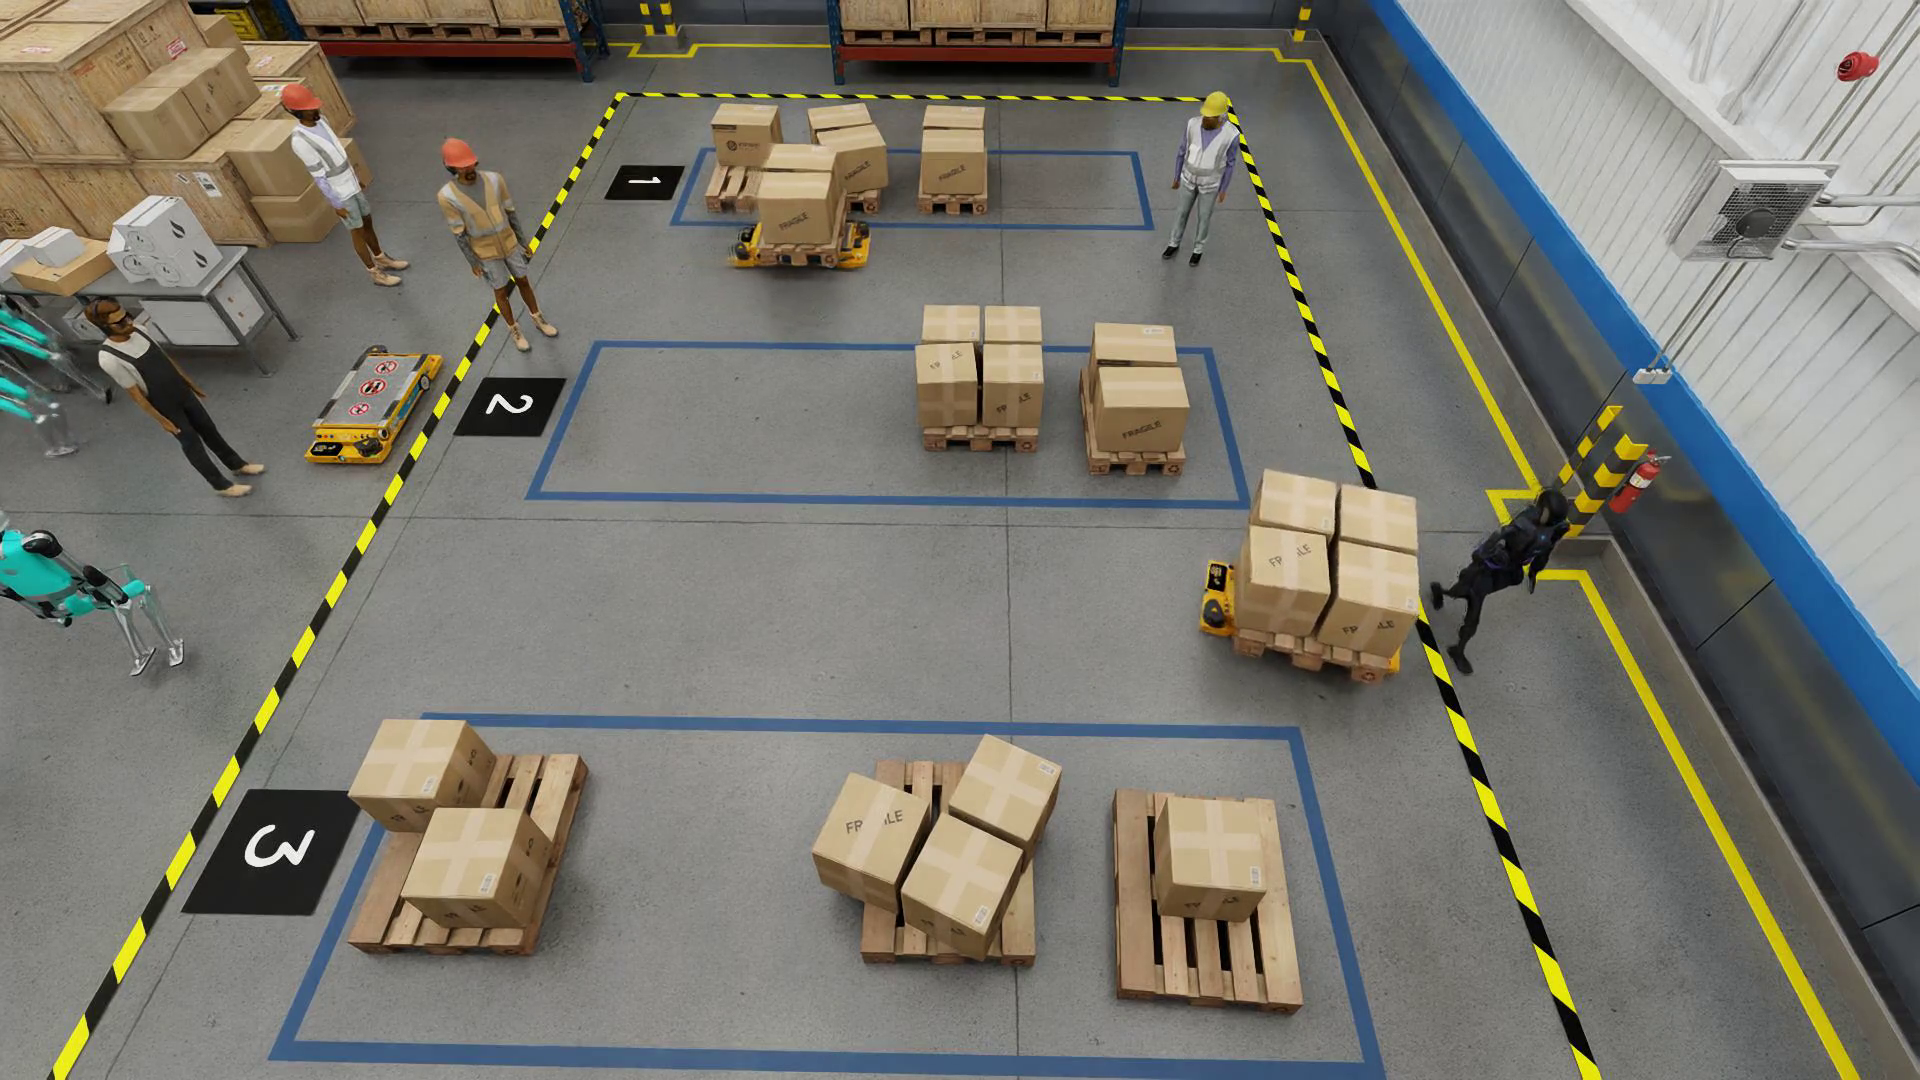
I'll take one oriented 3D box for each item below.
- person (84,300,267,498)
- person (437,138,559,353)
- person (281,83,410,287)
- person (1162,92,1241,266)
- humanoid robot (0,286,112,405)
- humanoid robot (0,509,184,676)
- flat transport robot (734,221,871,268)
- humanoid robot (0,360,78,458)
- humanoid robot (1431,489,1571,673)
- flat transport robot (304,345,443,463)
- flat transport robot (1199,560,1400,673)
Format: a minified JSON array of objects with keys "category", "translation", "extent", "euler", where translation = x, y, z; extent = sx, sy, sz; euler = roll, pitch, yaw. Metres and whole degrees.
[{"category":"person","translation":[-6.238,-1.098,7.271],"extent":[0.338,1.840,0.501],"euler":[-2,50,-2]},{"category":"person","translation":[-4.286,-2.705,8.493],"extent":[0.365,2.048,0.607],"euler":[35,58,26]},{"category":"person","translation":[-6.153,-3.531,9.194],"extent":[0.388,2.040,0.613],"euler":[-5,50,-4]},{"category":"person","translation":[2.490,-3.716,9.488],"extent":[0.599,1.827,0.404],"euler":[24,54,19]},{"category":"humanoid robot","translation":[-8.240,-1.913,8.044],"extent":[0.936,1.792,0.546],"euler":[5,50,4]},{"category":"humanoid robot","translation":[-5.825,0.257,6.102],"extent":[0.533,1.673,0.735],"euler":[-12,51,-10]},{"category":"flat transport robot","translation":[-1.728,-3.285,10.129],"extent":[1.431,0.197,0.652],"euler":[1,50,1]},{"category":"humanoid robot","translation":[-8.007,-1.315,7.543],"extent":[0.700,1.815,0.547],"euler":[0,50,0]},{"category":"humanoid robot","translation":[3.694,0.176,6.337],"extent":[0.598,1.645,0.768],"euler":[-7,50,-6]},{"category":"flat transport robot","translation":[-5.383,-1.269,8.441],"extent":[0.659,0.231,1.431],"euler":[1,50,1]},{"category":"flat transport robot","translation":[2.569,0.531,6.900],"extent":[1.431,0.197,0.652],"euler":[12,51,10]}]
